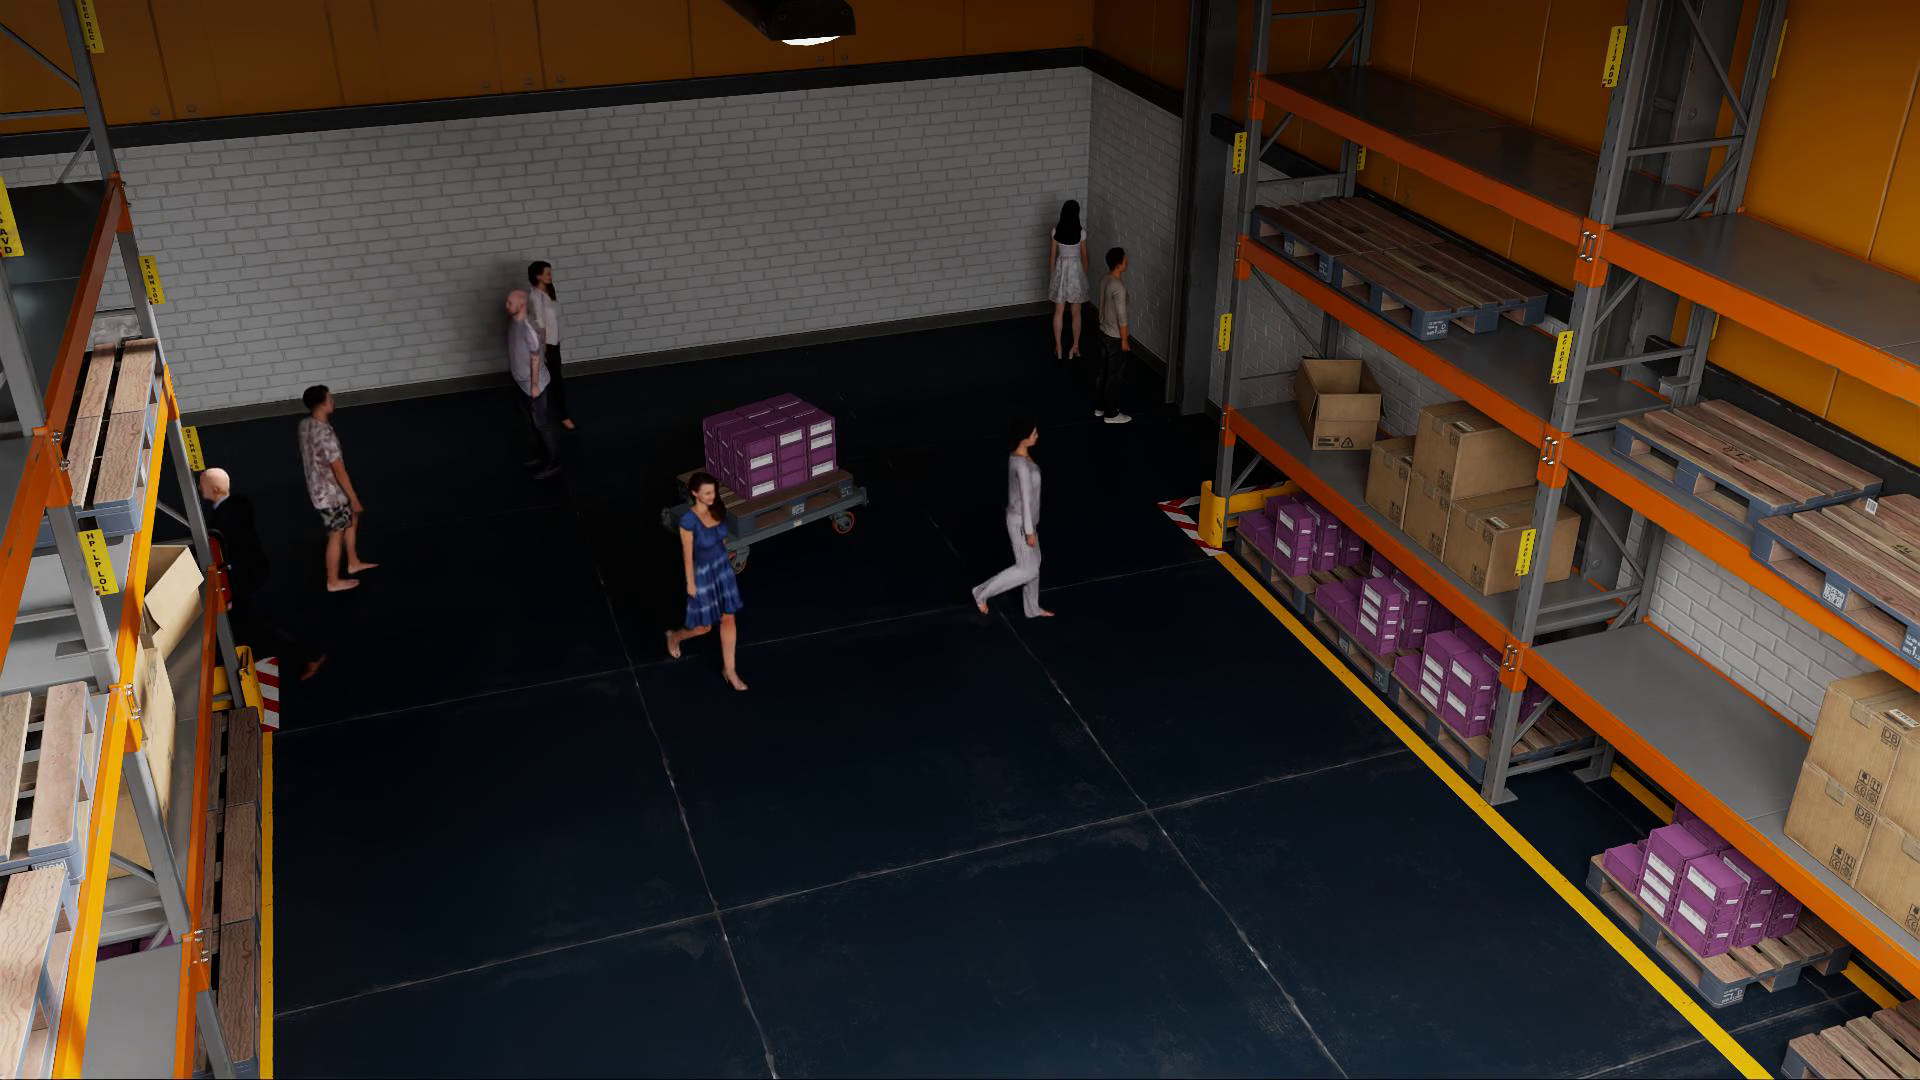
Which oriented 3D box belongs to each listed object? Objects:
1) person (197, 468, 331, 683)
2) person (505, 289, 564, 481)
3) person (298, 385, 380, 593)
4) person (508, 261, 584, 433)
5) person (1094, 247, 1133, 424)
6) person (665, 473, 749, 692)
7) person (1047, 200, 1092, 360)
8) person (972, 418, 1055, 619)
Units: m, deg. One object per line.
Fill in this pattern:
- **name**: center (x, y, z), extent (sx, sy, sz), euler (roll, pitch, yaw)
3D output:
- **person**: center (-5.232, 0.285, 12.376), extent (0.981, 1.775, 1.204), euler (-3, 29, -5)
- **person**: center (-3.994, -1.482, 15.558), extent (0.751, 1.829, 0.574), euler (-16, 32, -27)
- **person**: center (-5.234, -0.389, 13.585), extent (0.889, 1.800, 0.801), euler (-22, 35, -34)
- **person**: center (-4.148, -1.875, 16.335), extent (0.896, 1.776, 1.000), euler (1, 29, 2)
- **person**: center (1.521, -2.054, 16.625), extent (0.696, 1.812, 0.468), euler (-10, 30, -18)
- **person**: center (-1.910, 0.303, 12.329), extent (1.076, 1.787, 0.972), euler (16, 33, 27)
- **person**: center (1.182, -2.832, 18.091), extent (0.773, 1.774, 0.811), euler (7, 29, 12)
- **person**: center (0.425, -0.127, 13.149), extent (0.853, 1.758, 0.929), euler (0, 29, -1)
